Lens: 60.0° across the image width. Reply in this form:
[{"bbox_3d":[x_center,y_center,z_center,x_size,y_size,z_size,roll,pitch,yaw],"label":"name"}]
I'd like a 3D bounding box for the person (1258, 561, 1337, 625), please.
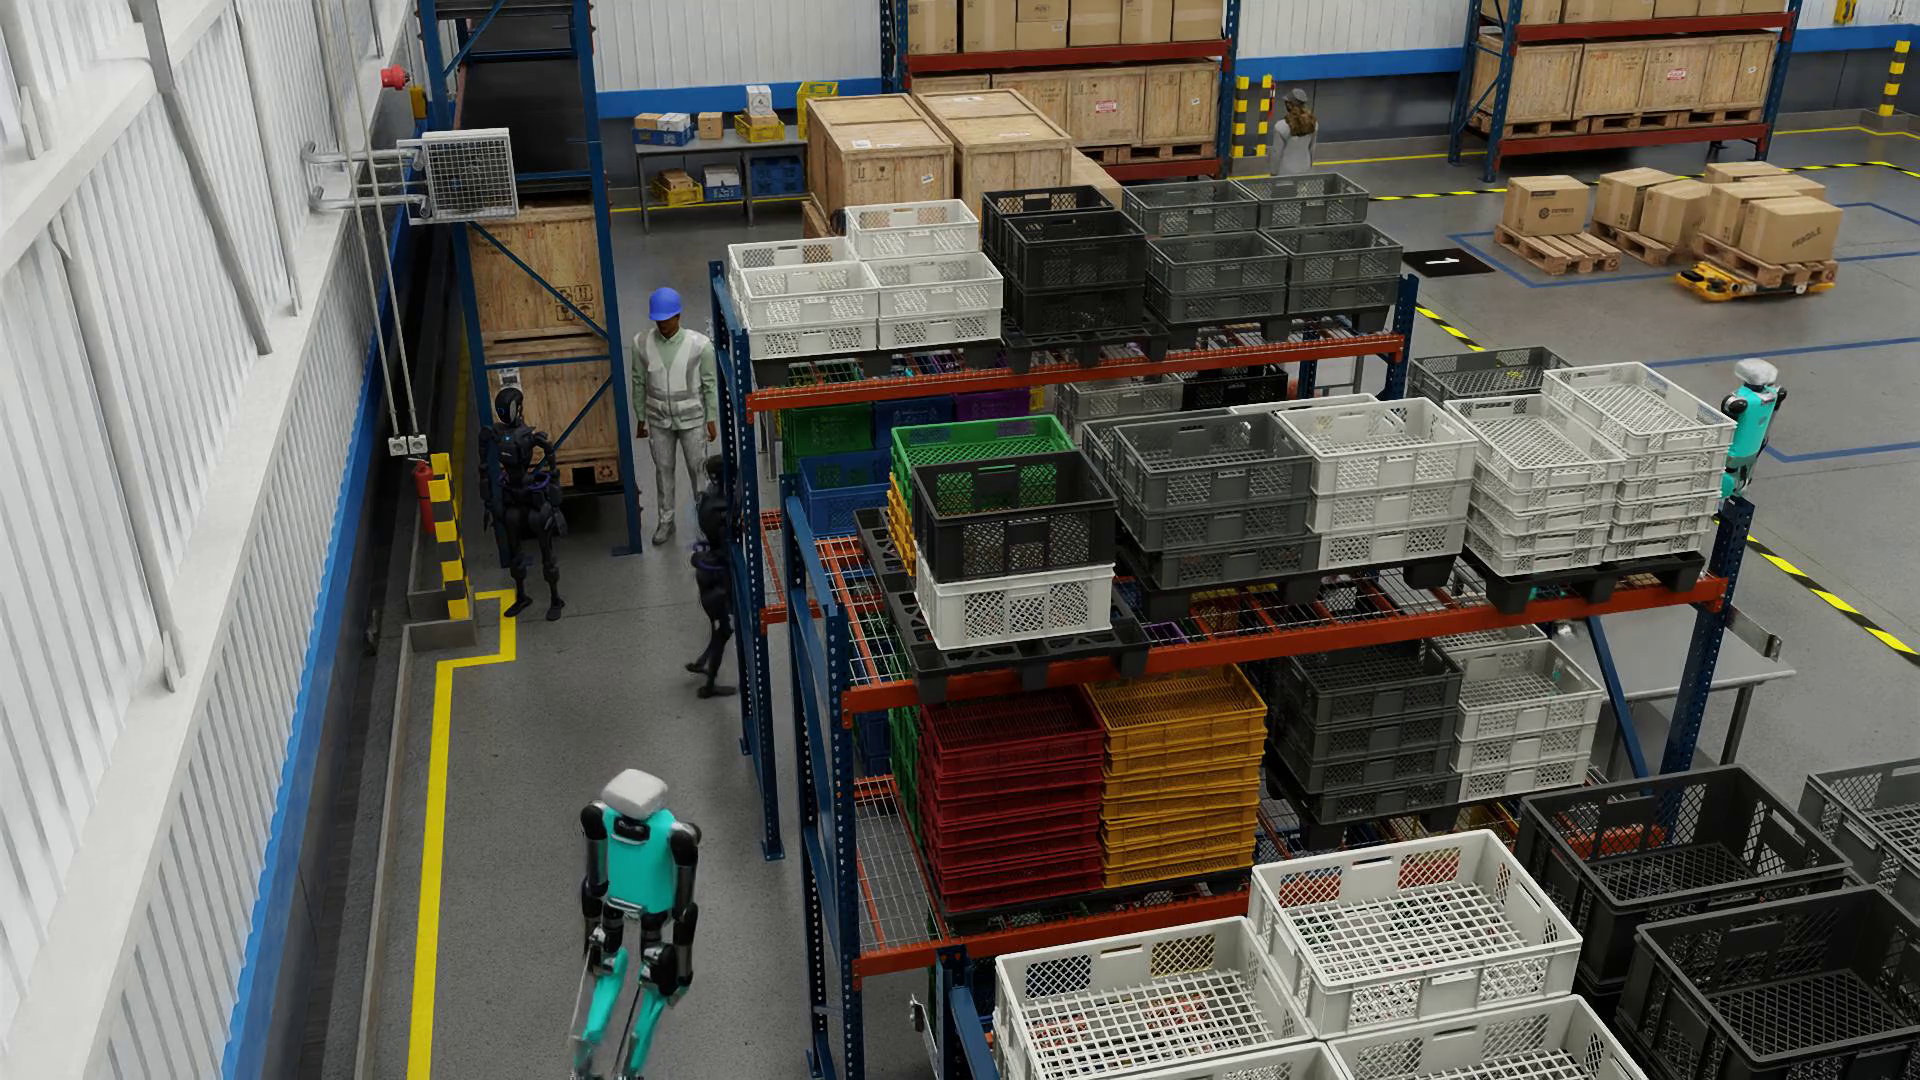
[{"bbox_3d":[2.026,0.108,10.203,0.623,1.794,0.551,3,28,6],"label":"person"}]

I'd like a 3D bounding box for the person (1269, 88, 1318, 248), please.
[{"bbox_3d":[3.587,-3.991,18.007,0.574,1.768,0.400,-14,31,-24],"label":"person"}]

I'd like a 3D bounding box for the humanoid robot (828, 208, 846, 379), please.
[{"bbox_3d":[-0.973,-2.099,14.555,0.779,1.623,0.590,-2,28,-4],"label":"humanoid robot"}]

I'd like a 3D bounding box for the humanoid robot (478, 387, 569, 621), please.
[{"bbox_3d":[-2.866,-0.233,10.962,0.599,1.657,0.315,6,28,11],"label":"humanoid robot"}]

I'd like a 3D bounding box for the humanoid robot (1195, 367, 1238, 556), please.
[{"bbox_3d":[1.709,-0.427,11.374,0.707,1.626,0.591,-24,36,-38],"label":"humanoid robot"}]

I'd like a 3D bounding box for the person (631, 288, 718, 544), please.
[{"bbox_3d":[-2.036,-0.883,11.921,0.613,1.946,0.386,2,28,3],"label":"person"}]

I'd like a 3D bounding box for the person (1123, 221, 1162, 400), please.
[{"bbox_3d":[1.429,-1.570,13.124,0.370,2.042,0.613,-6,28,-11],"label":"person"}]

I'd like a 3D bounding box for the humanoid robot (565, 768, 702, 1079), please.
[{"bbox_3d":[-1.420,1.915,6.952,0.552,1.884,0.780,10,29,18],"label":"humanoid robot"}]

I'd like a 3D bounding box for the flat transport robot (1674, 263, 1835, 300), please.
[{"bbox_3d":[8.219,-2.725,17.186,1.431,0.197,0.652,-6,28,-12],"label":"flat transport robot"}]

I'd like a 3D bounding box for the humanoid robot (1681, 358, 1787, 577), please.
[{"bbox_3d":[5.022,-0.483,11.250,0.533,1.672,0.735,-15,31,-27],"label":"humanoid robot"}]

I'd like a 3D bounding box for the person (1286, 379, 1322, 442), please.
[{"bbox_3d":[2.050,-0.122,10.545,0.574,1.884,0.356,-19,33,-31],"label":"person"}]

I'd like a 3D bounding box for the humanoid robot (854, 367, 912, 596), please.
[{"bbox_3d":[-0.705,-0.246,10.953,0.813,1.792,0.543,-23,35,-36],"label":"humanoid robot"}]

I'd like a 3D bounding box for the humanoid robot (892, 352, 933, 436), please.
[{"bbox_3d":[-0.142,-0.618,11.568,0.704,1.725,0.545,-15,31,-26],"label":"humanoid robot"}]

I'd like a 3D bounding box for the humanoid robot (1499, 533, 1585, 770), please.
[{"bbox_3d":[3.222,0.694,9.164,0.546,1.774,0.797,-2,28,-3],"label":"humanoid robot"}]

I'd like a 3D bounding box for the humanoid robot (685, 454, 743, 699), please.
[{"bbox_3d":[-1.481,0.224,10.112,0.402,1.638,0.600,-8,29,-15],"label":"humanoid robot"}]

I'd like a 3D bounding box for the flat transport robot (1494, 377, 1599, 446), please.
[{"bbox_3d":[4.780,-1.036,14.013,0.659,0.231,1.431,-6,28,-12],"label":"flat transport robot"}]
